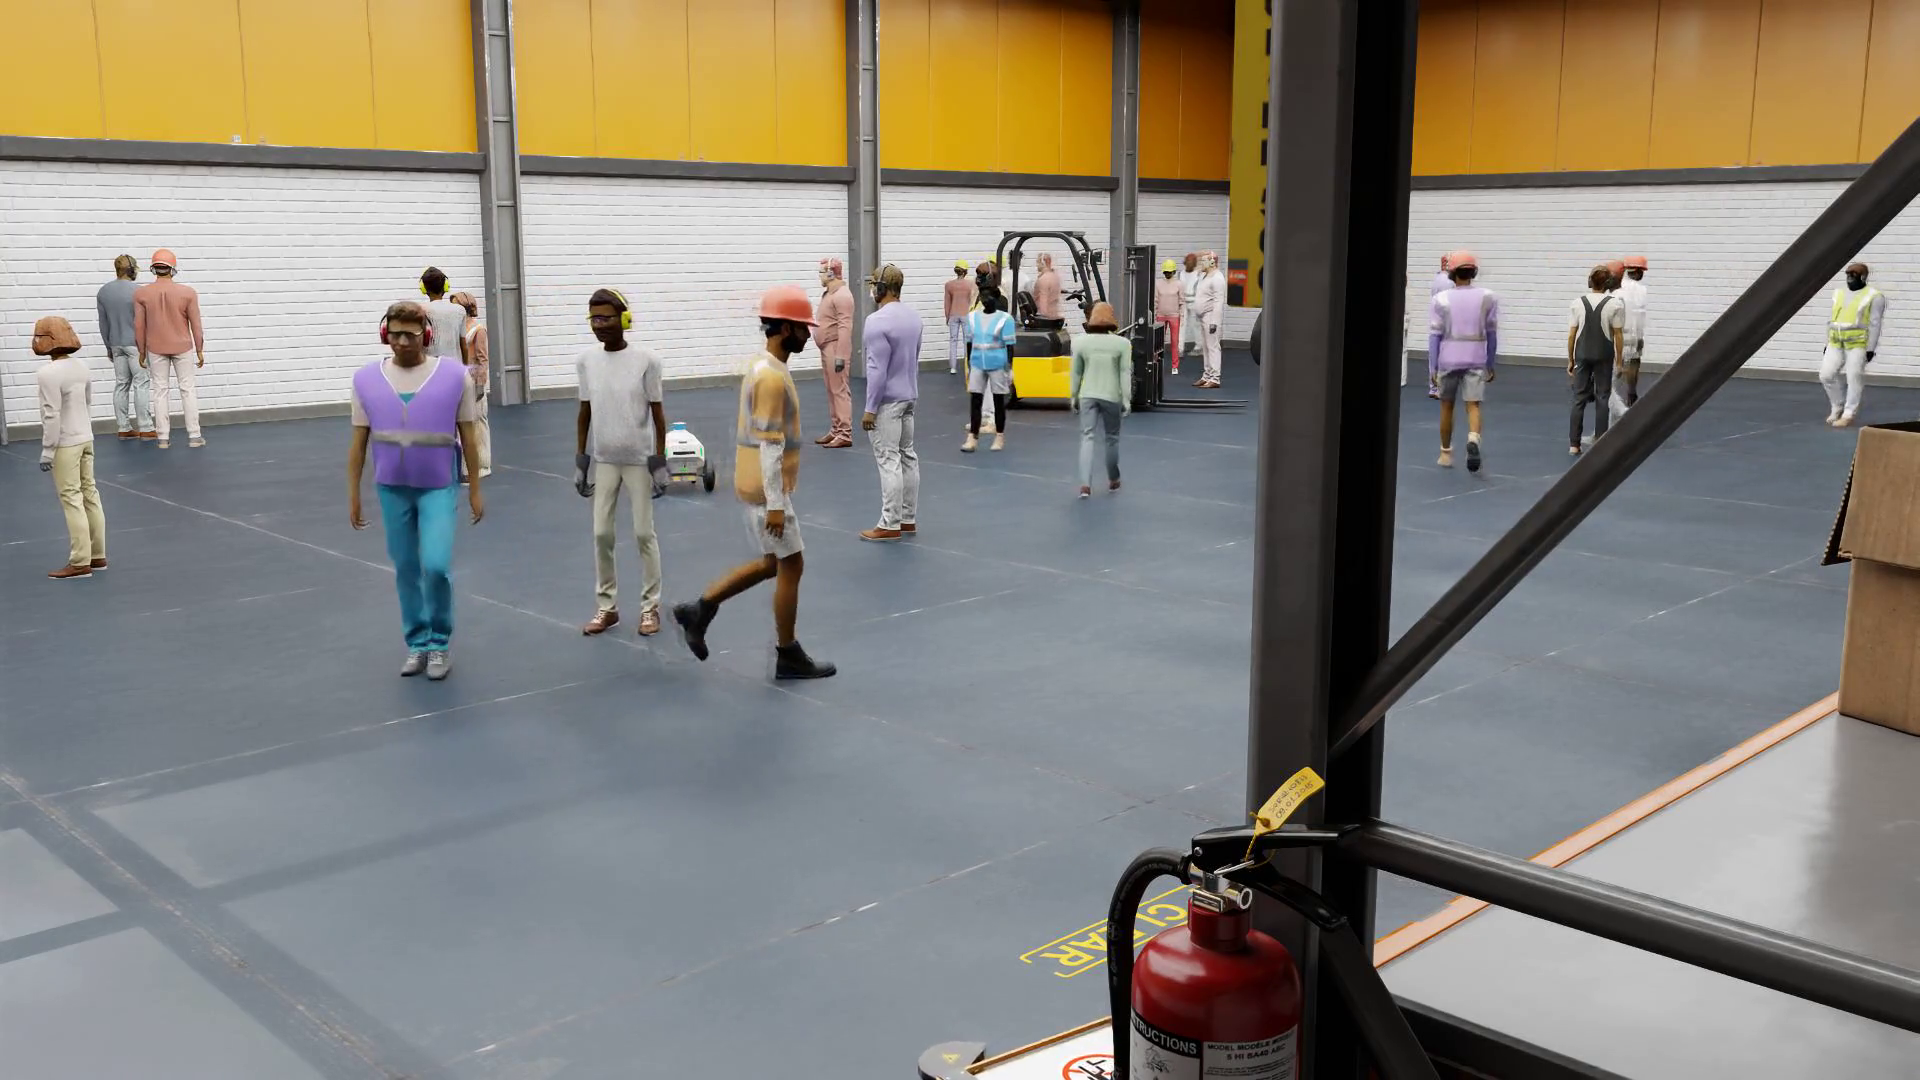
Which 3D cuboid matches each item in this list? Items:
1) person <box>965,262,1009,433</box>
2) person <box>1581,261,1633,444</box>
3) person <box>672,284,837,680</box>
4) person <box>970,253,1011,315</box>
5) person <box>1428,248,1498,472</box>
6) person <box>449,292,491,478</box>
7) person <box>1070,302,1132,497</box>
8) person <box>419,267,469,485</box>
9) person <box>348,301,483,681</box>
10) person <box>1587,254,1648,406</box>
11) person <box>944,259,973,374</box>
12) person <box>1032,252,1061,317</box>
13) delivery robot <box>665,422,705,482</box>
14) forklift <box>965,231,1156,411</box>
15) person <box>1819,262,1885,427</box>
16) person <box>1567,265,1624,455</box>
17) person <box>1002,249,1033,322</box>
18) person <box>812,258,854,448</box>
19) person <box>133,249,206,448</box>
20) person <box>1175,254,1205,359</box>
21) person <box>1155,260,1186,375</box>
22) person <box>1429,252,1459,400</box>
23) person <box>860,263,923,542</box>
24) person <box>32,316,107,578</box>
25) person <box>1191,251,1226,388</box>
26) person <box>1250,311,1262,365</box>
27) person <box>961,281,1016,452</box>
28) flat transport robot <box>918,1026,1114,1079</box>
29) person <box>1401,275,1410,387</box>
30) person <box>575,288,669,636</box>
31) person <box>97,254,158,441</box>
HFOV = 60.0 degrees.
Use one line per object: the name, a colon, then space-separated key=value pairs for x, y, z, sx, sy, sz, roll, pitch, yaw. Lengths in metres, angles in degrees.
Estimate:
person: x=0.290 y=-2.084 z=18.055 sx=0.429 sy=1.844 sz=0.625 roll=-4 pitch=11 yaw=-21
person: x=6.602 y=-1.884 z=16.855 sx=0.441 sy=1.877 sz=0.604 roll=8 pitch=13 yaw=36
person: x=-0.996 y=-0.263 z=7.953 sx=0.703 sy=1.909 sz=0.581 roll=-1 pitch=10 yaw=-7
person: x=0.449 y=-3.198 z=24.035 sx=0.620 sy=1.882 sz=0.538 roll=5 pitch=11 yaw=24
person: x=4.534 y=-1.609 z=15.000 sx=0.620 sy=2.018 sz=0.831 roll=2 pitch=11 yaw=9
person: x=-4.345 y=-1.364 z=14.677 sx=0.514 sy=1.641 sz=0.307 roll=7 pitch=13 yaw=35
person: x=1.155 y=-1.154 z=13.662 sx=0.518 sy=1.596 sz=0.774 roll=2 pitch=11 yaw=13
person: x=-4.398 y=-1.367 z=14.080 sx=0.515 sy=1.866 sz=0.333 roll=-10 pitch=14 yaw=-43
person: x=-2.615 y=-0.224 z=7.948 sx=0.607 sy=1.818 sz=0.561 roll=-1 pitch=10 yaw=-4
person: x=8.231 y=-2.603 z=20.723 sx=0.749 sy=1.906 sz=0.583 roll=-3 pitch=11 yaw=-18
person: x=0.017 y=-3.421 z=25.548 sx=0.526 sy=1.769 sz=0.328 roll=4 pitch=11 yaw=19
person: x=1.283 y=-3.348 z=24.875 sx=0.667 sy=1.908 sz=0.654 roll=5 pitch=11 yaw=25
delivery robot: x=-2.360 y=-0.748 z=14.020 sx=0.477 sy=0.478 sz=0.707 roll=-3 pitch=11 yaw=-15
forklift: x=1.222 y=-2.721 z=20.561 sx=2.313 sy=2.155 sz=1.214 roll=2 pitch=11 yaw=13
person: x=9.894 y=-2.161 z=18.491 sx=0.448 sy=1.832 sz=0.651 roll=-6 pitch=12 yaw=-28
person: x=6.136 y=-1.723 z=16.074 sx=0.513 sy=1.845 sz=0.336 roll=7 pitch=12 yaw=33
person: x=0.801 y=-3.387 z=24.890 sx=0.611 sy=1.938 sz=0.790 roll=0 pitch=10 yaw=2
person: x=-1.285 y=-1.883 z=16.784 sx=0.407 sy=1.904 sz=0.654 roll=-3 pitch=11 yaw=-16
person: x=-7.939 y=-1.918 z=16.727 sx=0.626 sy=1.992 sz=0.387 roll=-4 pitch=11 yaw=-19
person: x=4.011 y=-4.096 z=29.108 sx=0.624 sy=1.826 sz=0.949 roll=5 pitch=12 yaw=27
person: x=3.195 y=-3.414 z=25.537 sx=0.523 sy=1.760 sz=0.324 roll=4 pitch=11 yaw=21
person: x=6.335 y=-2.775 z=21.642 sx=0.406 sy=1.910 sz=0.639 roll=1 pitch=10 yaw=5
person: x=-0.489 y=-0.952 z=11.616 sx=0.372 sy=1.940 sz=0.631 roll=5 pitch=11 yaw=25
person: x=-5.583 y=-0.576 z=10.396 sx=0.280 sy=1.634 sz=0.498 roll=0 pitch=10 yaw=-1
person: x=3.477 y=-3.077 z=23.286 sx=0.406 sy=1.911 sz=0.639 roll=-1 pitch=10 yaw=-7
person: x=2.938 y=-1.682 z=15.315 sx=0.537 sy=2.000 sz=0.689 roll=3 pitch=11 yaw=14
person: x=0.284 y=-1.696 z=16.358 sx=0.568 sy=1.693 sz=0.419 roll=4 pitch=11 yaw=23
flat transport robot: x=0.543 y=1.365 z=3.531 sx=0.652 sy=0.197 sz=1.431 roll=-7 pitch=13 yaw=-35
person: x=6.175 y=-2.964 z=23.407 sx=0.311 sy=1.638 sz=0.522 roll=5 pitch=12 yaw=27
person: x=-1.809 y=-0.406 z=8.877 sx=0.516 sy=1.860 sz=0.348 roll=3 pitch=11 yaw=15
person: x=-8.627 y=-1.997 z=17.309 sx=0.638 sy=1.938 sz=0.356 roll=3 pitch=11 yaw=16
